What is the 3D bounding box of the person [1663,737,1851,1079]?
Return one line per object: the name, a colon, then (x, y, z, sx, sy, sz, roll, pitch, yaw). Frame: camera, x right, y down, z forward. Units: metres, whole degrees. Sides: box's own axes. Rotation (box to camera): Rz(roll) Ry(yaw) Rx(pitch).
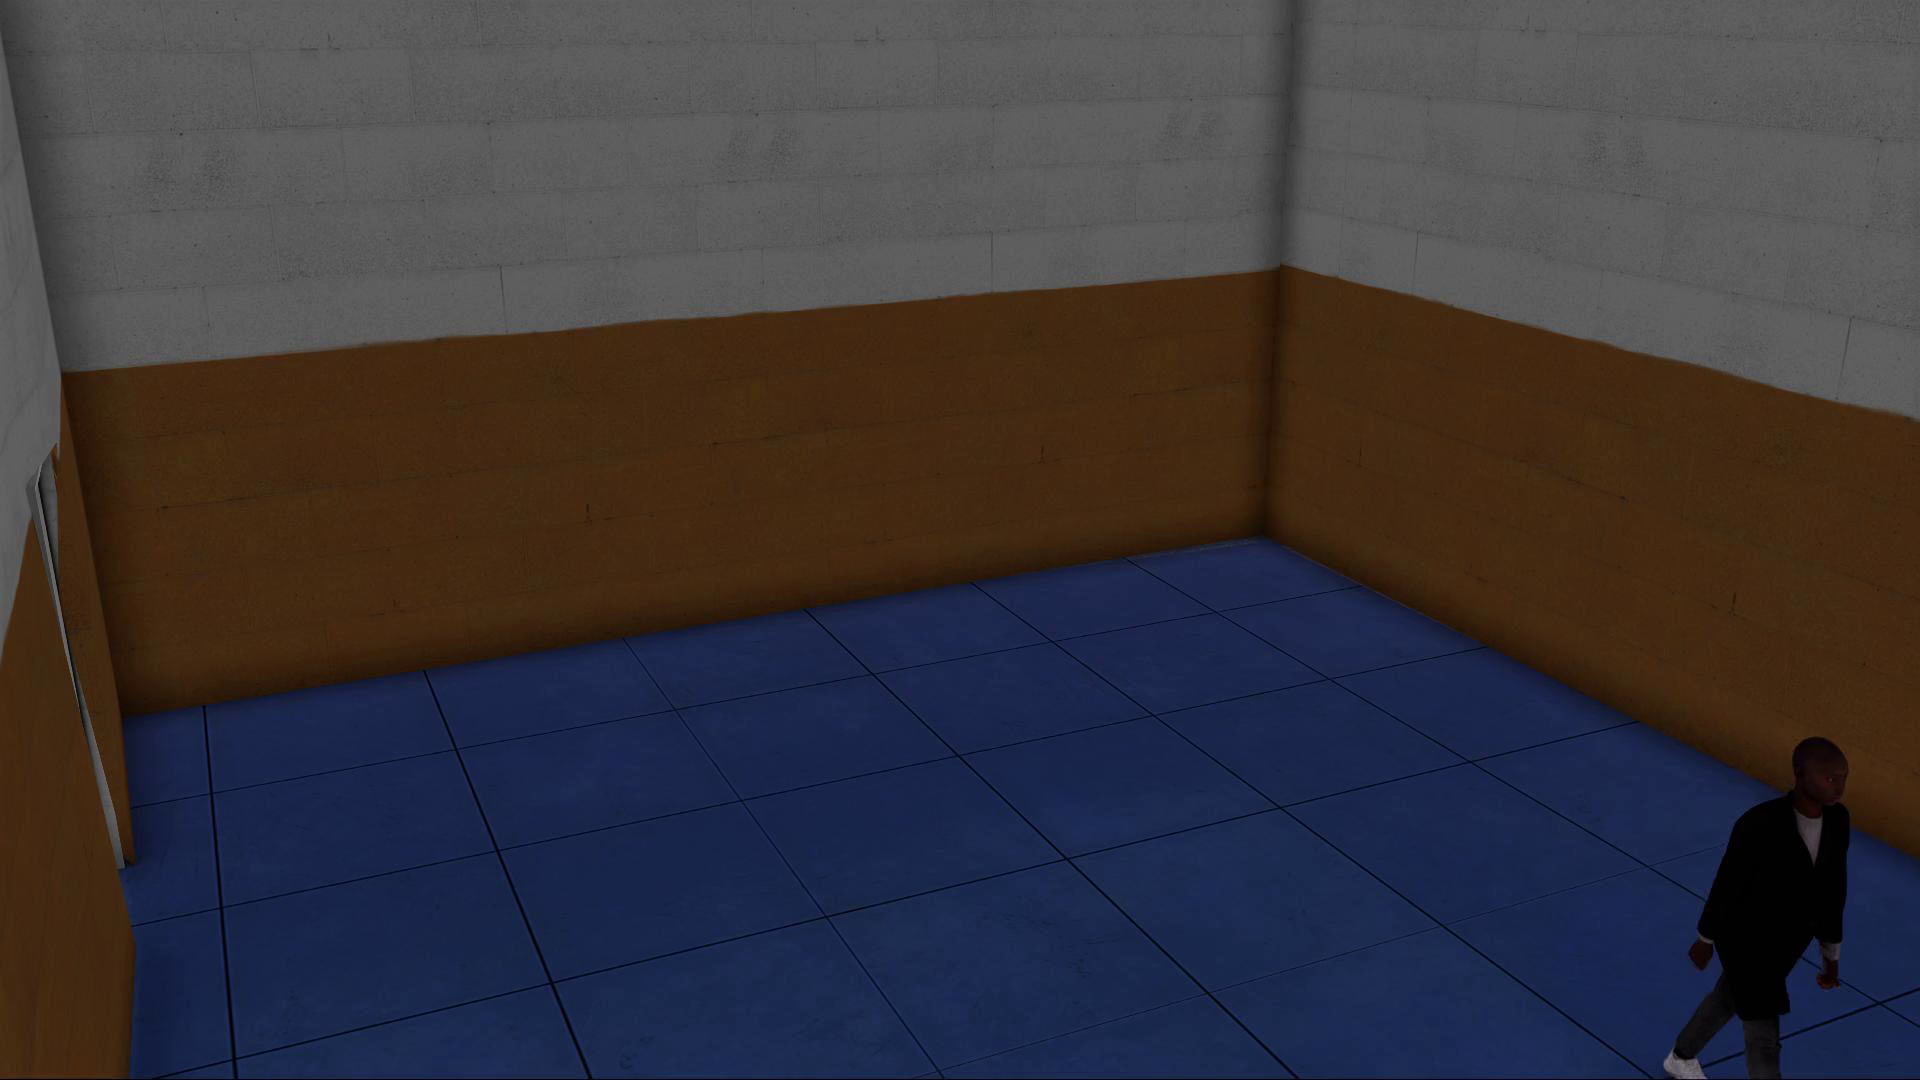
person: (3.008, 1.507, 6.379, 1.103, 1.708, 0.765, -6, 20, -18)
